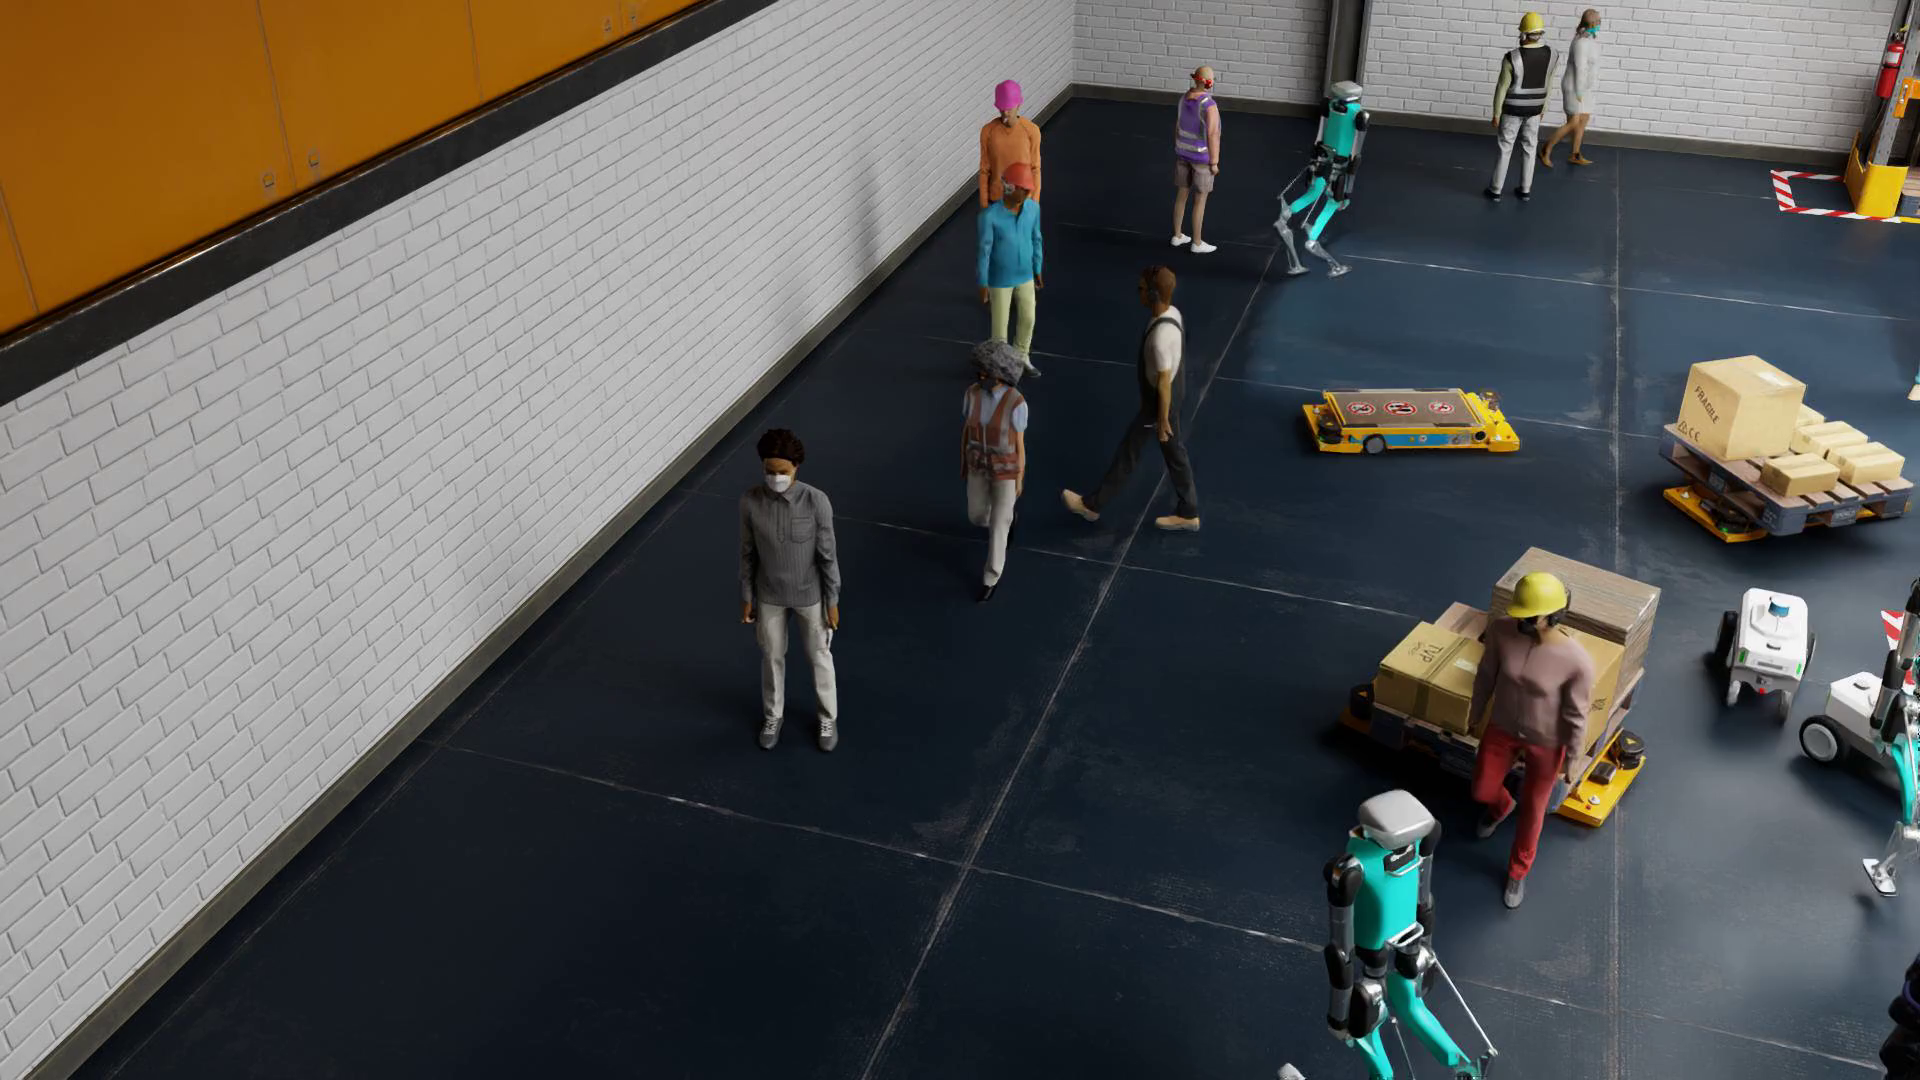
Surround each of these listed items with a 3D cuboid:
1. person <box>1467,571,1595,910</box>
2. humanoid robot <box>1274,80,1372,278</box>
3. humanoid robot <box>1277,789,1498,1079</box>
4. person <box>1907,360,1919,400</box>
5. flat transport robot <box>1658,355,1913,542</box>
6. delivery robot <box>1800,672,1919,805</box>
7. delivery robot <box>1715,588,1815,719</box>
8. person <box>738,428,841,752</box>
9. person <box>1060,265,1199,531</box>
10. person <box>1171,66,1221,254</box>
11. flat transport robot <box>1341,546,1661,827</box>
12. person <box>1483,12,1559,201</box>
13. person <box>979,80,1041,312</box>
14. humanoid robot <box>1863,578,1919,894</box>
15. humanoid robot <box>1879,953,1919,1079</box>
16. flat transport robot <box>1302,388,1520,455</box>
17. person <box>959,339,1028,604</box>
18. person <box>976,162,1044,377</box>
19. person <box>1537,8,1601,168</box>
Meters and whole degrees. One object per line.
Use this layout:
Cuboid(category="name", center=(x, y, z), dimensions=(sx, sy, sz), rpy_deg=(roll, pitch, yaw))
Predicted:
Cuboid(category="person", center=(2.624, 0.875, 7.675), dimensions=(0.582, 1.748, 0.482), rpy_deg=(22, 37, 32))
Cuboid(category="humanoid robot", center=(3.092, -3.035, 14.335), dimensions=(0.933, 1.754, 0.555), rpy_deg=(-19, 35, -28))
Cuboid(category="humanoid robot", center=(1.676, 1.763, 6.188), dimensions=(0.543, 1.741, 1.005), rpy_deg=(-20, 36, -31))
Cuboid(category="person", center=(7.375, -1.823, 12.151), dimensions=(0.389, 1.866, 0.529), rpy_deg=(-3, 31, -6))
Cuboid(category="flat transport robot", center=(5.532, -0.303, 11.140), dimensions=(1.431, 0.231, 0.659), rpy_deg=(-9, 32, -14))
Cuboid(category="delivery robot", center=(4.836, 1.009, 8.642), dimensions=(0.509, 0.611, 0.782), rpy_deg=(-14, 33, -22))
Cuboid(category="delivery robot", center=(4.538, 0.589, 9.334), dimensions=(0.499, 0.587, 0.788), rpy_deg=(13, 33, 21))
Cuboid(category="person", center=(-0.870, 0.258, 8.594), dimensions=(0.537, 1.889, 0.391), rpy_deg=(4, 31, 6))
Cuboid(category="person", center=(1.158, -0.891, 10.637), dimensions=(0.954, 1.789, 0.522), rpy_deg=(8, 31, 13))
Cuboid(category="person", center=(2.140, -3.447, 15.080), dimensions=(0.345, 1.691, 0.497), rpy_deg=(-22, 37, -32))
Cuboid(category="flat transport robot", center=(2.839, 1.025, 8.882), dimensions=(1.431, 0.231, 0.659), rpy_deg=(22, 37, 32))
Cuboid(category="person", center=(5.488, -4.232, 16.302), dimensions=(0.582, 1.825, 0.404), rpy_deg=(-4, 31, -7))
Cuboid(category="person", center=(0.407, -2.826, 13.760), dimensions=(0.515, 1.972, 0.405), rpy_deg=(4, 31, 6))
Cuboid(category="humanoid robot", center=(4.441, 0.974, 7.545), dimensions=(0.556, 1.779, 0.854), rpy_deg=(10, 32, 16))
Cuboid(category="humanoid robot", center=(3.618, 1.775, 6.218), dimensions=(0.435, 1.634, 0.612), rpy_deg=(23, 37, 33))
Cuboid(category="flat transport robot", center=(3.267, -0.863, 12.094), dimensions=(1.431, 0.231, 0.659), rpy_deg=(0, 30, -1))
Cuboid(category="person", center=(0.238, -0.473, 10.045), dimensions=(0.441, 1.663, 0.638), rpy_deg=(16, 34, 25))
Cuboid(category="person", center=(0.382, -2.001, 12.581), dimensions=(0.601, 1.735, 0.327), rpy_deg=(-17, 34, -26))
Cuboid(category="person", center=(6.384, -4.657, 17.180), dimensions=(0.477, 1.645, 0.564), rpy_deg=(16, 34, 25))
